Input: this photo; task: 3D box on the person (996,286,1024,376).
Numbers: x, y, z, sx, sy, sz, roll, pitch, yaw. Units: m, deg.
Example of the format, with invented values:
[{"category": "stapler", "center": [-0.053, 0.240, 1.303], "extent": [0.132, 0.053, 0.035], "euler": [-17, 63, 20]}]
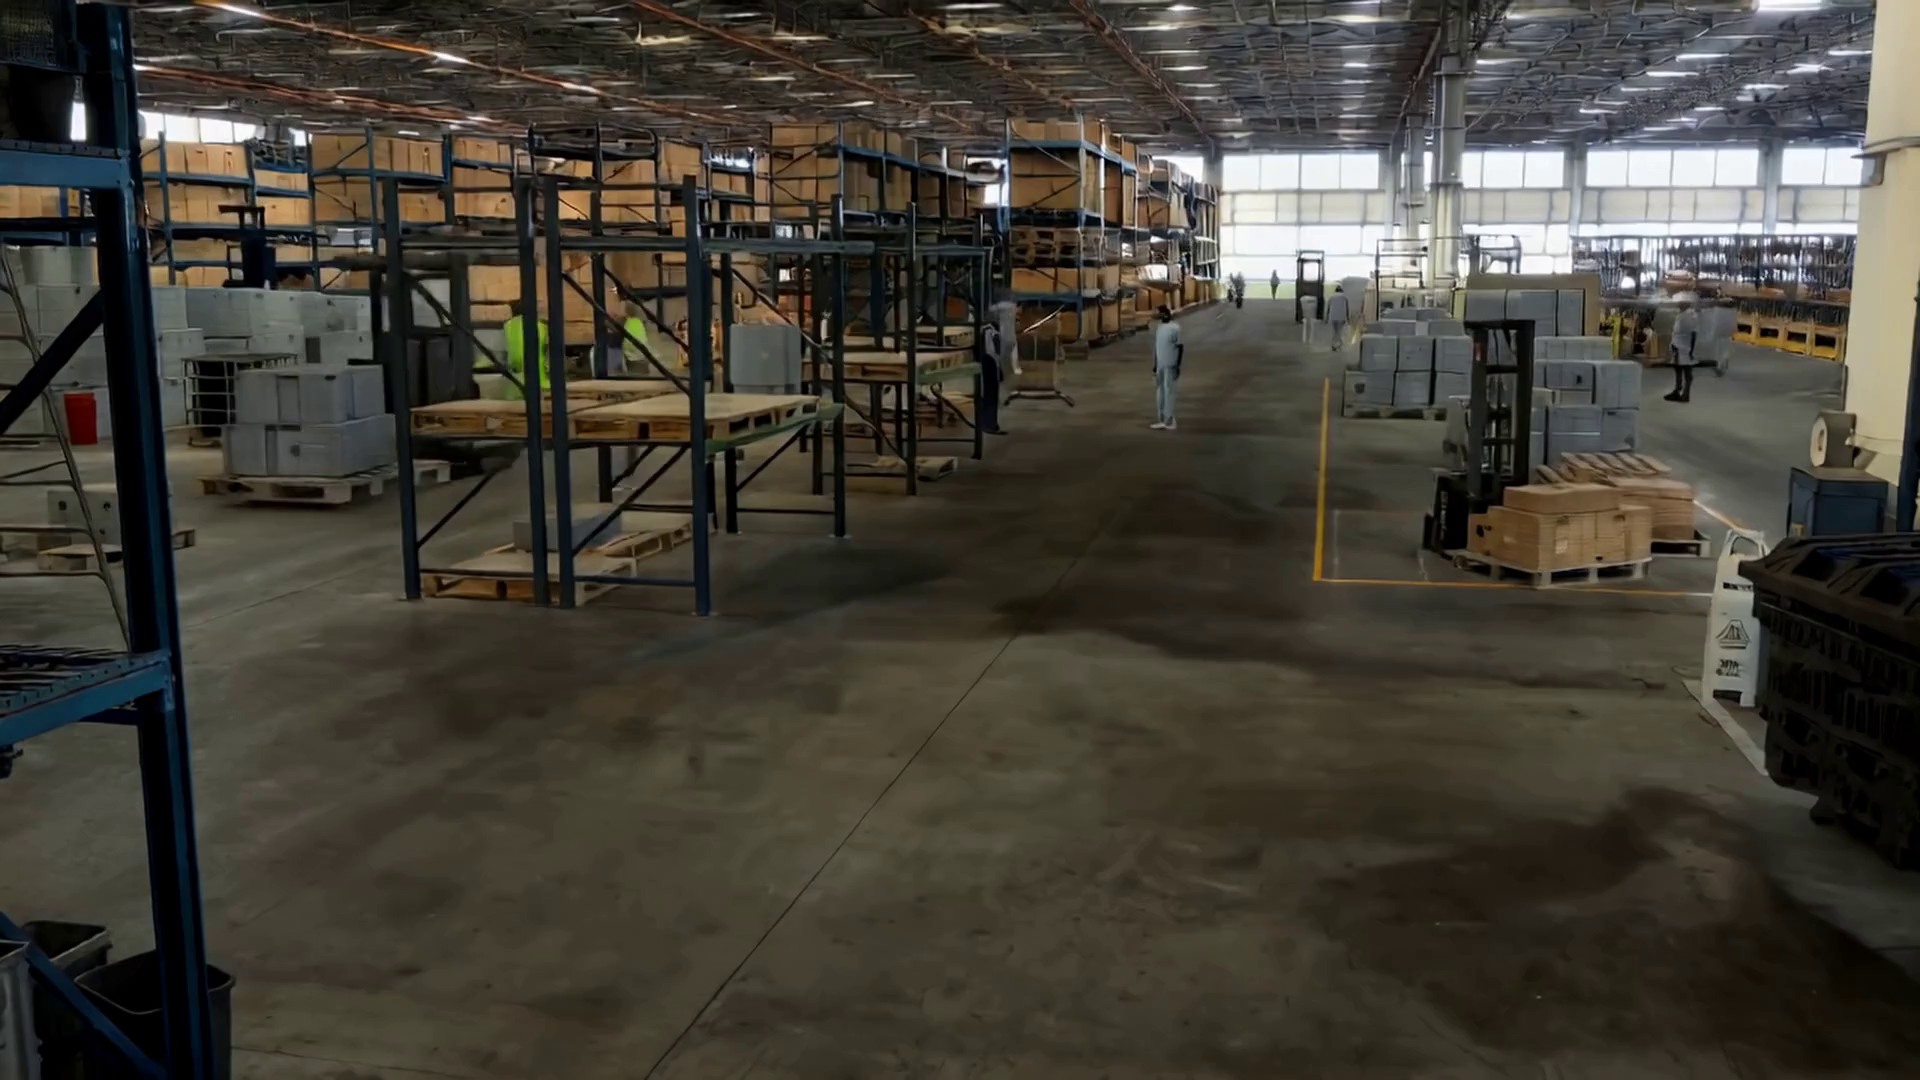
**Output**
[{"category": "person", "center": [0.959, -4.413, 35.167], "extent": [0.616, 1.928, 0.960], "euler": [9, 13, 43]}]

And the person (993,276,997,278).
[{"category": "person", "center": [1.594, -11.495, 77.058], "extent": [0.366, 1.938, 0.630], "euler": [-5, 11, -28]}]

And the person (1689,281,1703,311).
[{"category": "person", "center": [24.675, -7.834, 56.017], "extent": [0.903, 1.718, 0.556], "euler": [-7, 12, -34]}]

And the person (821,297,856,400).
[{"category": "person", "center": [-2.175, -3.311, 28.816], "extent": [0.850, 1.872, 0.626], "euler": [-3, 10, -19]}]

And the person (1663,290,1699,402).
[{"category": "person", "center": [12.581, -3.375, 28.967], "extent": [0.354, 1.942, 0.545], "euler": [-3, 10, -15]}]

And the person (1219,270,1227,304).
[{"category": "person", "center": [14.372, -13.984, 91.928], "extent": [0.958, 1.908, 0.615], "euler": [4, 10, 21]}]

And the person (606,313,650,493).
[{"category": "person", "center": [-3.563, -1.431, 17.543], "extent": [0.669, 1.901, 0.626], "euler": [4, 10, 21]}]

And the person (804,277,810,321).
[{"category": "person", "center": [-6.198, -9.602, 66.224], "extent": [0.461, 1.810, 0.615], "euler": [2, 10, 12]}]

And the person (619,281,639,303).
[{"category": "person", "center": [-8.884, -5.951, 44.383], "extent": [0.625, 1.880, 0.908], "euler": [3, 10, 20]}]

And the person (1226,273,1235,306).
[{"category": "person", "center": [14.414, -13.329, 88.434], "extent": [0.522, 1.768, 0.312], "euler": [3, 10, 15]}]

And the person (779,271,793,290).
[{"category": "person", "center": [-6.570, -9.200, 63.170], "extent": [0.615, 2.038, 0.395], "euler": [-8, 12, -39]}]

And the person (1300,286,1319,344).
[{"category": "person", "center": [10.168, -6.554, 48.547], "extent": [0.600, 1.690, 0.400], "euler": [-3, 10, -15]}]

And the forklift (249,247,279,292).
[{"category": "forklift", "center": [-20.919, -7.427, 50.185], "extent": [1.873, 2.768, 1.129], "euler": [2, 10, 12]}]

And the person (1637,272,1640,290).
[{"category": "person", "center": [36.524, -13.624, 90.140], "extent": [0.998, 1.790, 0.612], "euler": [0, 10, -1]}]

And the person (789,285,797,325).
[{"category": "person", "center": [-5.334, -7.369, 53.523], "extent": [0.278, 1.634, 0.497], "euler": [-9, 13, -43]}]

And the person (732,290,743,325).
[{"category": "person", "center": [-4.438, -4.060, 33.239], "extent": [0.329, 1.872, 0.507], "euler": [-3, 10, -18]}]

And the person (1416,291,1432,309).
[{"category": "person", "center": [11.399, -5.334, 41.328], "extent": [0.558, 1.668, 0.706], "euler": [-9, 13, -42]}]

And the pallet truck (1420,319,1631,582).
[{"category": "pallet truck", "center": [4.543, -0.757, 13.299], "extent": [0.823, 1.965, 1.885], "euler": [-4, 10, -22]}]

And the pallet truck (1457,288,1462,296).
[{"category": "pallet truck", "center": [20.506, -9.785, 68.819], "extent": [0.653, 1.274, 1.630], "euler": [2, 10, 12]}]

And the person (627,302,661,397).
[{"category": "person", "center": [-4.629, -2.584, 24.573], "extent": [0.635, 1.840, 0.692], "euler": [-3, 10, -17]}]

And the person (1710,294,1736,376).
[{"category": "person", "center": [16.096, -4.322, 35.156], "extent": [0.582, 1.753, 0.529], "euler": [-9, 13, -43]}]

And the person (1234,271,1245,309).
[{"category": "person", "center": [13.863, -12.377, 82.436], "extent": [0.549, 1.883, 0.985], "euler": [2, 10, 11]}]

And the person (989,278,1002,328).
[{"category": "person", "center": [1.202, -8.452, 59.404], "extent": [0.644, 1.822, 0.559], "euler": [-5, 11, -28]}]

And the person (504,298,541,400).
[{"category": "person", "center": [-6.339, -2.543, 24.121], "extent": [0.546, 1.911, 0.654], "euler": [9, 13, 43]}]

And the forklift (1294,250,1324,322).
[{"category": "forklift", "center": [13.778, -10.002, 65.433], "extent": [1.129, 2.768, 1.873], "euler": [2, 10, 12]}]

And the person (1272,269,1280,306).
[{"category": "person", "center": [16.611, -13.236, 87.350], "extent": [0.656, 1.947, 0.628], "euler": [-8, 13, -40]}]

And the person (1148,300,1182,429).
[{"category": "person", "center": [3.016, -2.559, 24.334], "extent": [0.328, 1.876, 0.514], "euler": [-9, 13, -42]}]

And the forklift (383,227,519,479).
[{"category": "forklift", "center": [-6.027, -2.169, 19.048], "extent": [1.129, 2.768, 1.873], "euler": [3, 10, 15]}]

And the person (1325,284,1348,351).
[{"category": "person", "center": [10.154, -5.986, 44.794], "extent": [0.609, 1.812, 0.470], "euler": [1, 10, 6]}]

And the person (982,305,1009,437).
[{"category": "person", "center": [0.449, -2.355, 23.213], "extent": [0.346, 1.847, 0.506], "euler": [-5, 11, -26]}]
